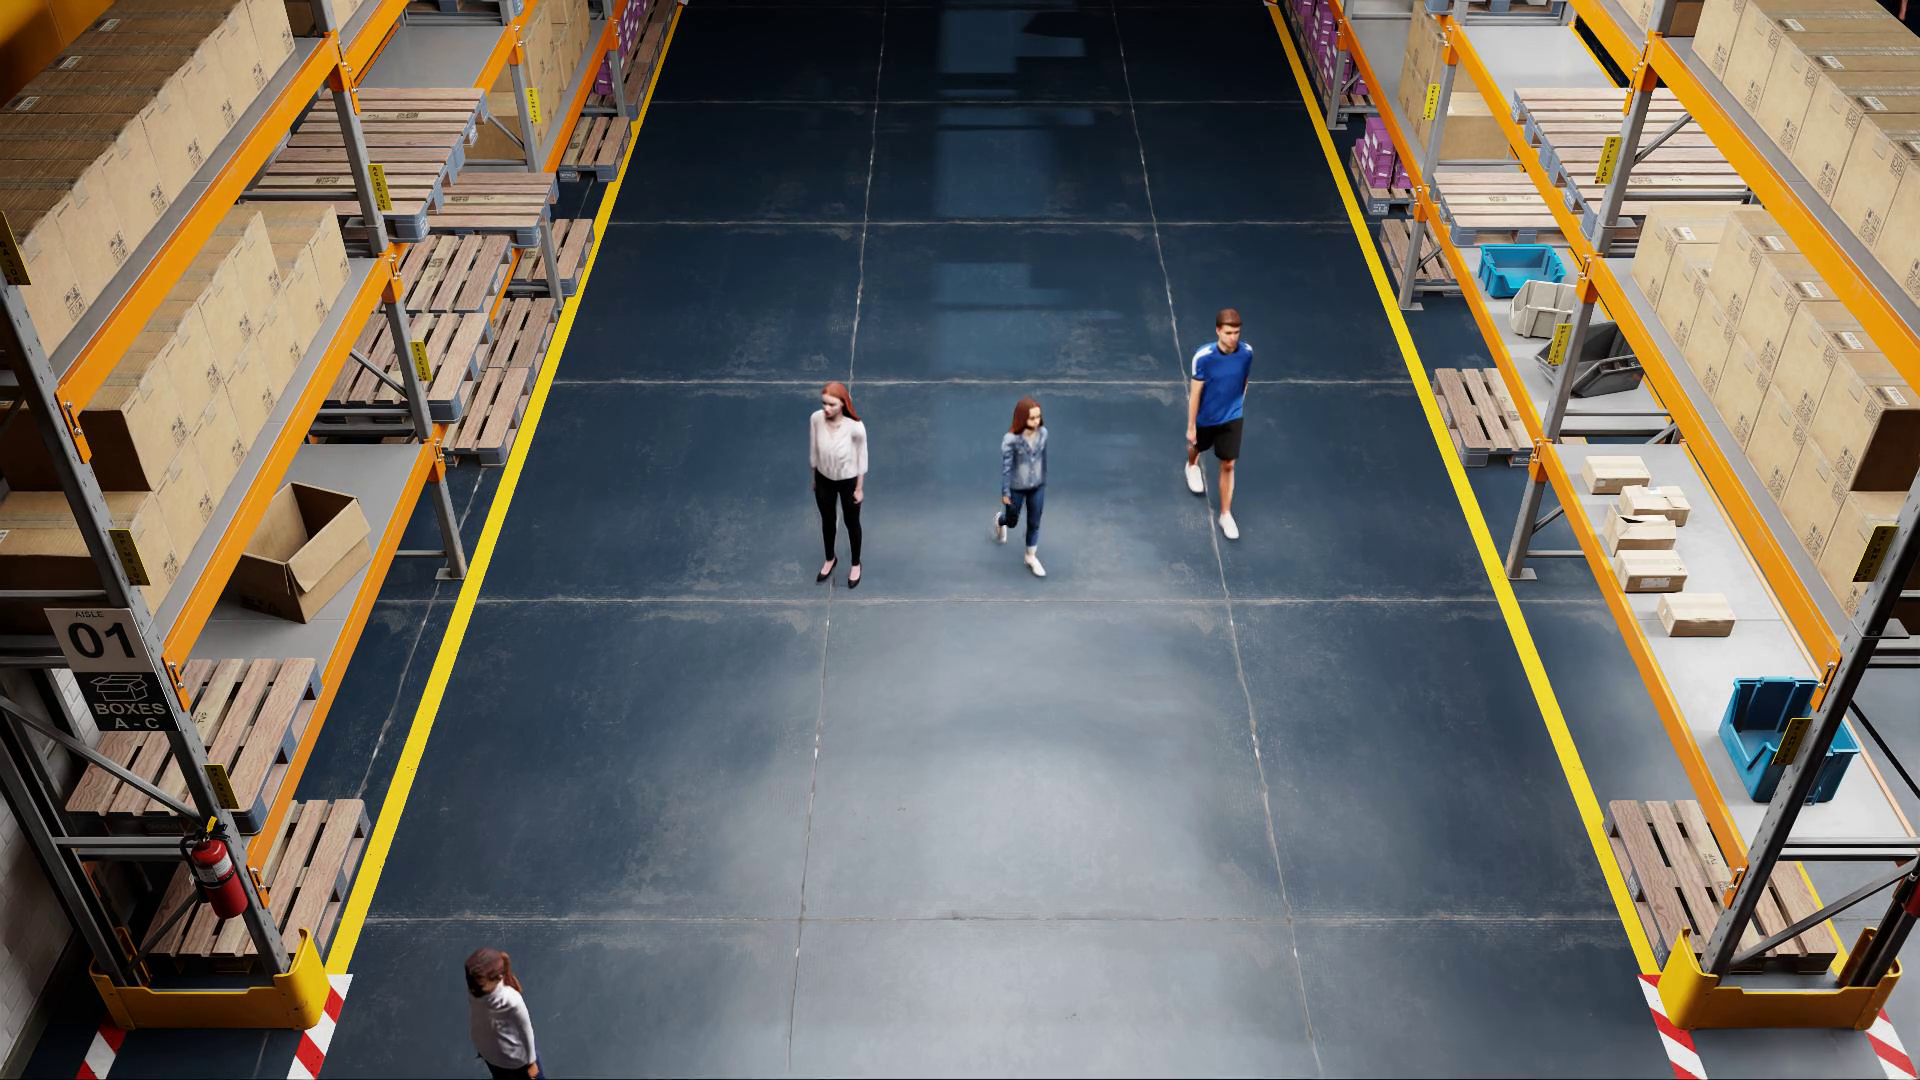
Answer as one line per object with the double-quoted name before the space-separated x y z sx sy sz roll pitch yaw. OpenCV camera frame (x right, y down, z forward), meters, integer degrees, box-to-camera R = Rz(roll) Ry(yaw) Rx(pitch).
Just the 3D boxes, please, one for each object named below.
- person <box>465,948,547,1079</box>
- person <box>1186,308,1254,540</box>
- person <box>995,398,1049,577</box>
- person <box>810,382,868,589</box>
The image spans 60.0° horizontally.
"person" -2.326 2.618 8.594 0.609 1.557 0.628 16 41 19
"person" 1.962 -1.018 12.941 0.845 1.813 1.301 -8 39 -9
"person" 0.447 -0.445 12.503 0.794 1.465 0.948 -18 42 -21
"person" -0.889 -0.412 12.226 0.654 1.758 0.619 13 41 16
